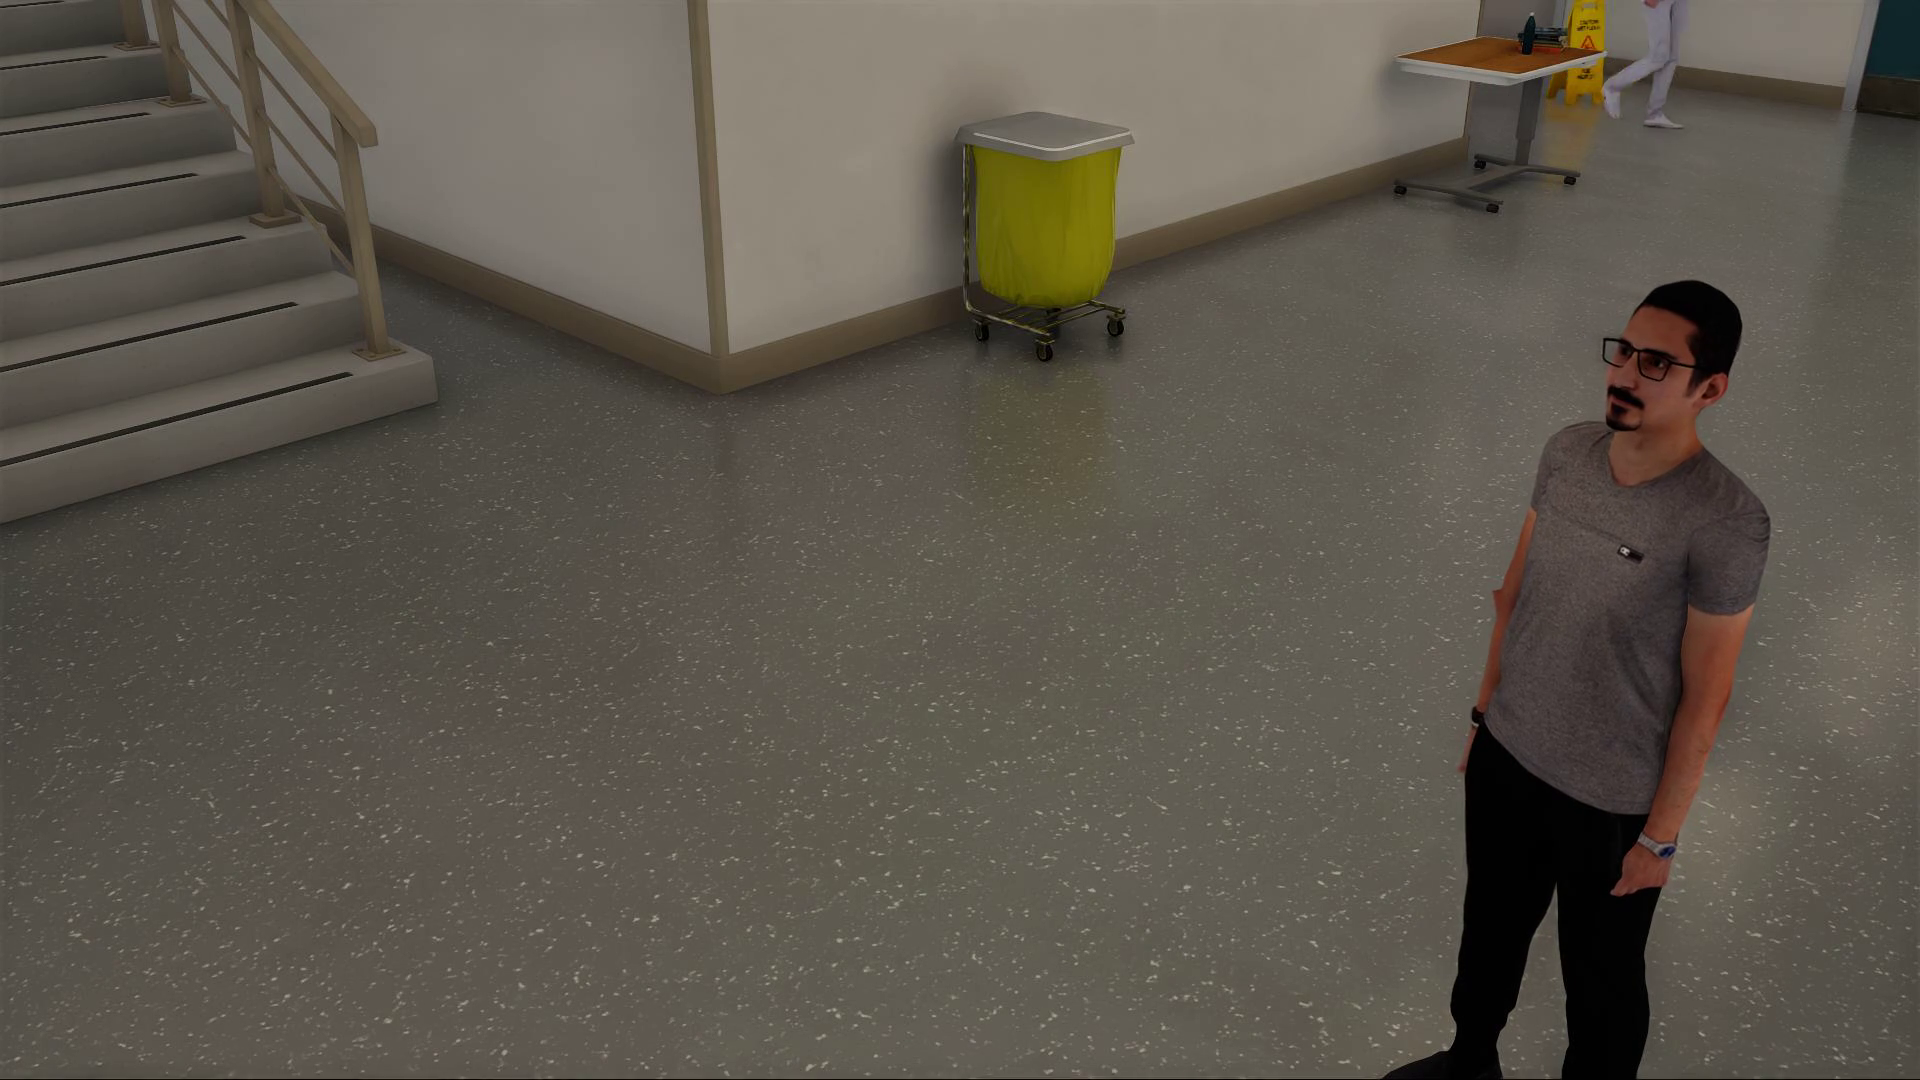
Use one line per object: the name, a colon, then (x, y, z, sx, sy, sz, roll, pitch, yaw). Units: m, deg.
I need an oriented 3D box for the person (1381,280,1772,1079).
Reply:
person: (1.090, 0.391, 2.909, 0.730, 1.753, 0.579, -13, 29, -26)

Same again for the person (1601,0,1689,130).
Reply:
person: (4.795, -3.793, 11.442, 0.702, 1.878, 0.847, -19, 32, -34)
